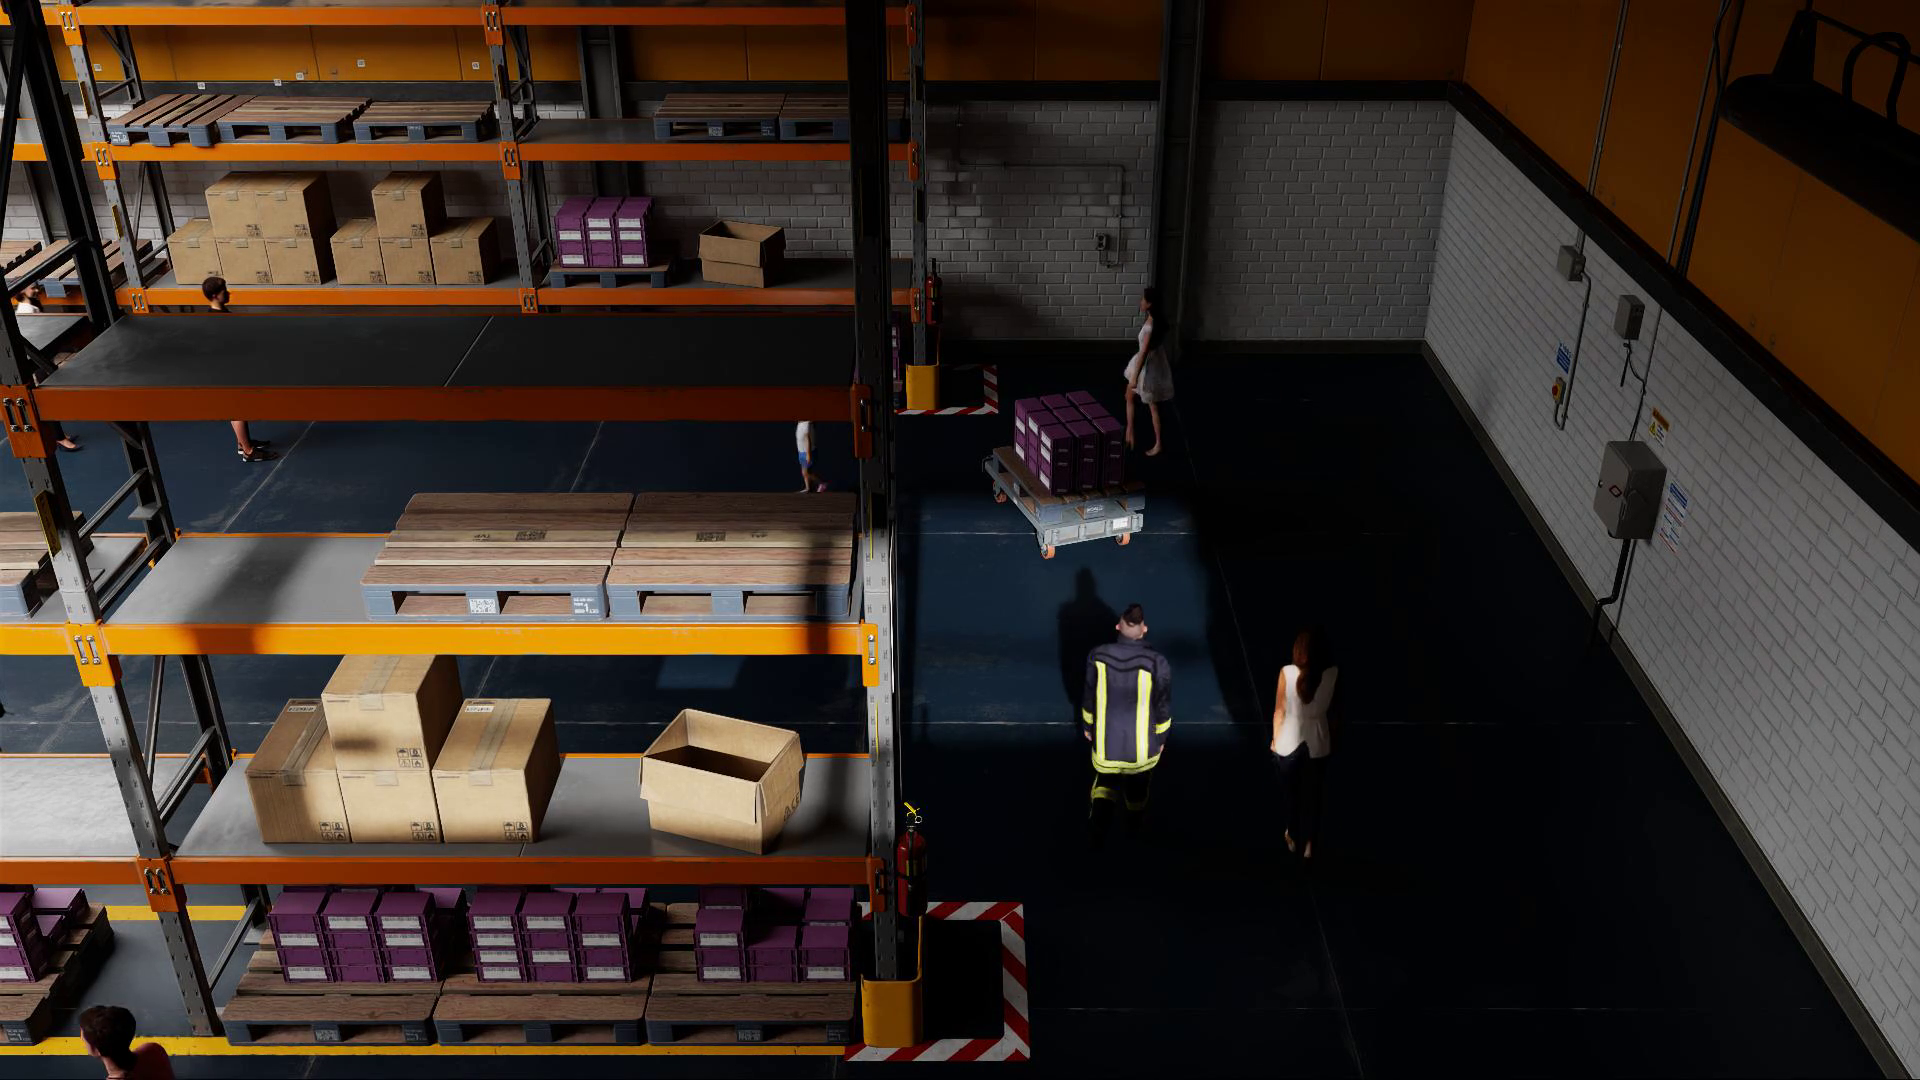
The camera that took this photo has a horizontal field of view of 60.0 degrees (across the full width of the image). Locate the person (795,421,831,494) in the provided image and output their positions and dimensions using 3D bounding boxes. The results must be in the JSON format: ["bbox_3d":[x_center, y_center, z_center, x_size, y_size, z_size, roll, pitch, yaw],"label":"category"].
[{"bbox_3d":[-1.384,-0.854,15.517,0.582,1.015,0.488,-8,30,-14],"label":"person"}]

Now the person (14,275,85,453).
[{"bbox_3d":[-8.995,-1.733,16.317,0.683,1.792,0.683,-15,32,-26],"label":"person"}]

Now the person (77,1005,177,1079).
[{"bbox_3d":[-3.552,2.940,7.621,1.205,1.915,0.634,-1,29,-1],"label":"person"}]

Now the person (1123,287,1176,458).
[{"bbox_3d":[1.928,-1.585,16.082,0.893,1.757,0.756,8,29,13],"label":"person"}]

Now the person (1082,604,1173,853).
[{"bbox_3d":[1.067,1.254,10.787,0.967,1.844,0.970,9,30,16],"label":"person"}]

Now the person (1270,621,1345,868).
[{"bbox_3d":[2.206,1.367,10.659,0.765,1.768,0.671,2,29,4],"label":"person"}]

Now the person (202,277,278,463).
[{"bbox_3d":[-7.058,-1.667,16.124,0.764,1.862,0.761,-15,32,-26],"label":"person"}]
